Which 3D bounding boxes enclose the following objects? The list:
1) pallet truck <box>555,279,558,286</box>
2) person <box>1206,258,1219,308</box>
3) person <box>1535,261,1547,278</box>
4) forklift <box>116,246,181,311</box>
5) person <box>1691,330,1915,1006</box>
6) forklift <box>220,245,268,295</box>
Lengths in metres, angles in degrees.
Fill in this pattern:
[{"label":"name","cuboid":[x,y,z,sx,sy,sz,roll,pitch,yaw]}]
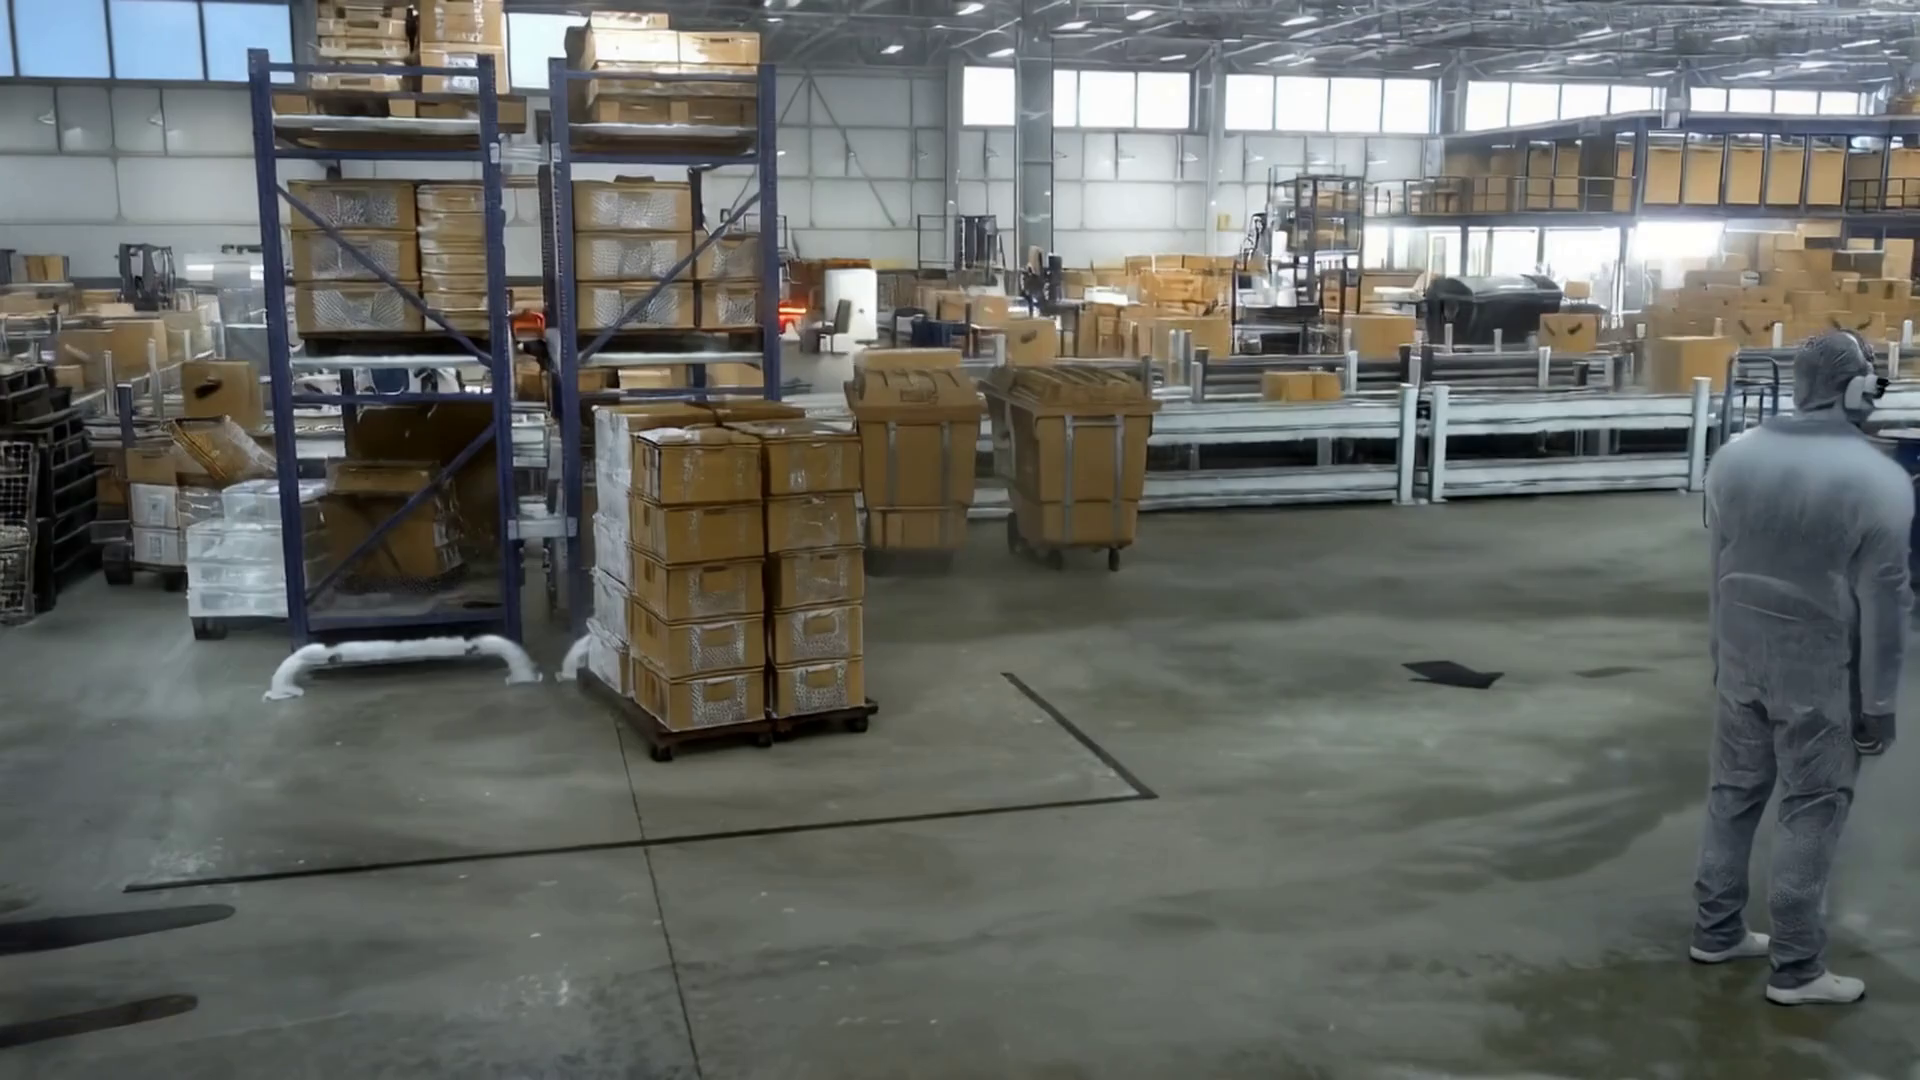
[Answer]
[{"label":"pallet truck","cuboid":[-10.604,-6.375,44.520,0.653,1.274,1.630,-3,10,-15]},{"label":"person","cuboid":[5.316,-5.000,35.131,0.328,1.872,0.515,0,10,1]},{"label":"person","cuboid":[14.680,-6.201,42.284,0.527,1.751,0.515,-6,12,-32]},{"label":"forklift","cuboid":[-19.966,-6.232,40.894,1.157,1.987,2.680,-3,10,-15]},{"label":"person","cuboid":[2.397,0.360,4.713,0.399,1.900,0.636,-4,11,-23]},{"label":"forklift","cuboid":[-17.749,-6.334,41.440,1.157,1.987,2.680,-3,10,-17]}]
